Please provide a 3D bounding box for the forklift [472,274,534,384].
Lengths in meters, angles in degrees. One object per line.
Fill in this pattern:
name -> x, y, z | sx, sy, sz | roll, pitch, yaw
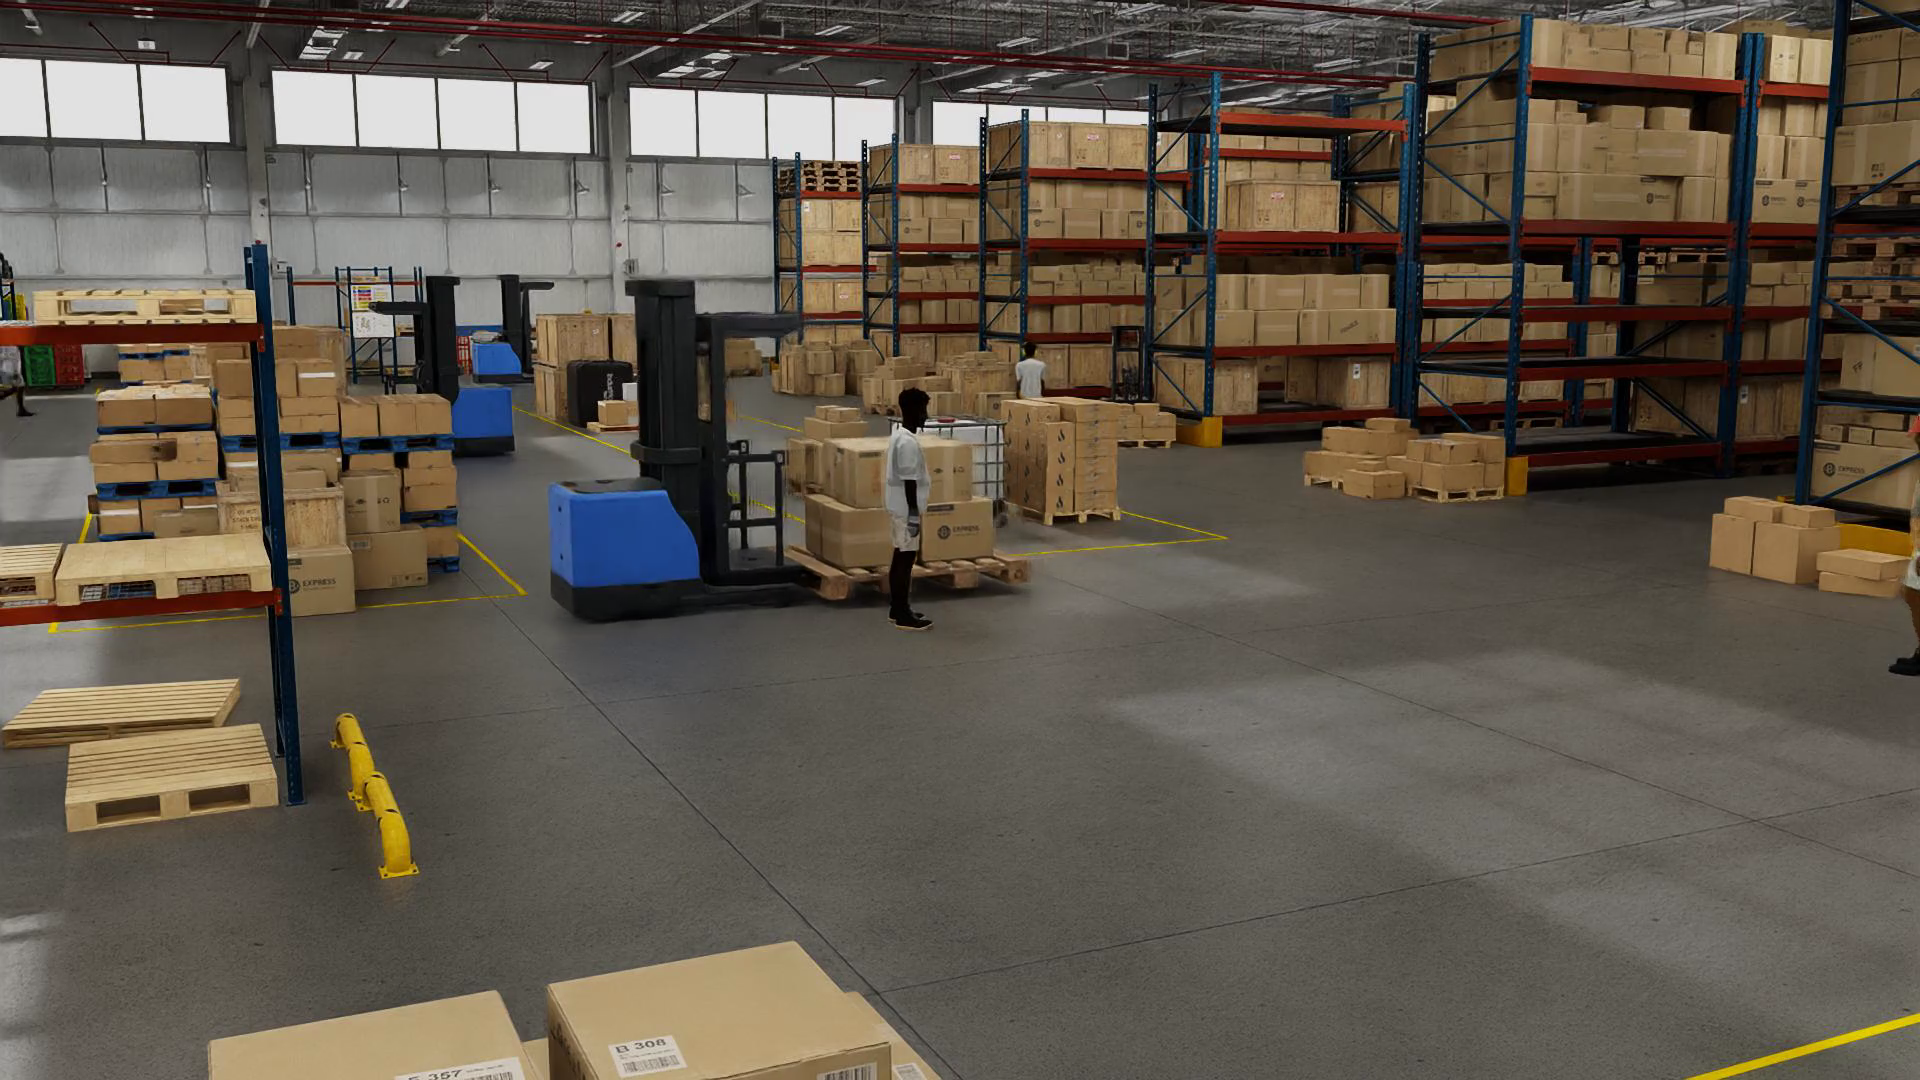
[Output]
forklift -> -11.434, -5.363, 42.358 | 1.873, 2.768, 1.129 | -4, 10, -25

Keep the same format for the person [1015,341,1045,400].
person -> 1.063, -2.140, 25.602 | 0.521, 1.838, 0.853 | -2, 9, -10

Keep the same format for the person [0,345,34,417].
person -> -18.927, -3.389, 33.104 | 0.672, 1.917, 0.549 | -7, 12, -39

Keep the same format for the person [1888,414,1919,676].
person -> 6.921, 0.020, 11.893 | 0.376, 1.933, 0.572 | 7, 12, 37

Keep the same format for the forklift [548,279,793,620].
forklift -> -2.523, -0.830, 14.234 | 1.873, 2.768, 1.129 | -4, 10, -25

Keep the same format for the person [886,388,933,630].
person -> -0.419, -0.257, 13.510 | 0.366, 1.963, 0.610 | -2, 9, -11

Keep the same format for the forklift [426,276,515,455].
forklift -> -8.069, -2.737, 26.069 | 1.873, 2.768, 1.129 | -4, 10, -25

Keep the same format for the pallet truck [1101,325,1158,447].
pallet truck -> 2.881, -2.596, 27.923 | 0.823, 1.965, 1.885 | -1, 9, -7

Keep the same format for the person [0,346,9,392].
person -> -22.358, -4.279, 38.550 | 0.631, 1.939, 0.372 | -9, 13, -44
